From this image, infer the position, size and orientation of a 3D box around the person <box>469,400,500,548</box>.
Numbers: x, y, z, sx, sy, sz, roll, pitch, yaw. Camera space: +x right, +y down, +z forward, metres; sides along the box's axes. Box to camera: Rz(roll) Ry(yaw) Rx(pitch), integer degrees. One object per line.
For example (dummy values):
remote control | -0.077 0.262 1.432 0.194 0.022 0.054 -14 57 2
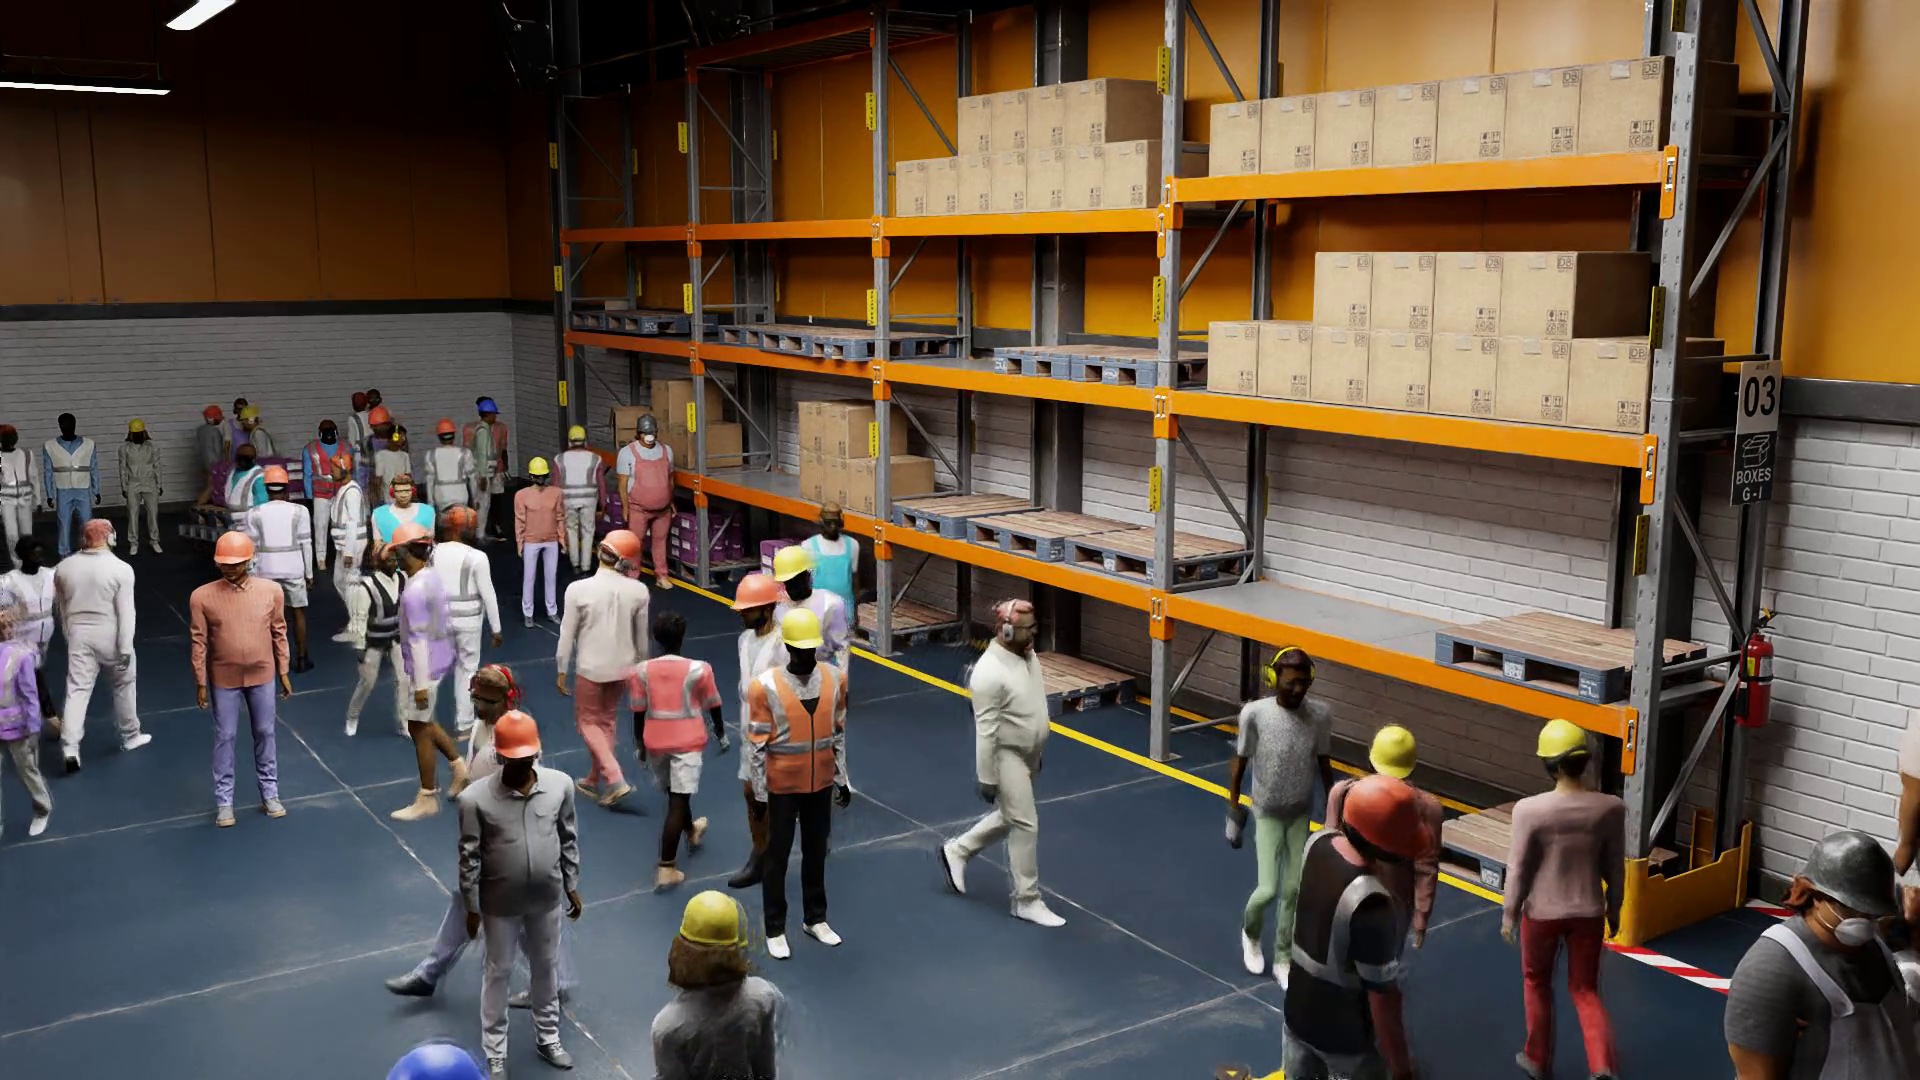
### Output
person | -6.249 -0.874 21.908 0.446 1.929 0.692 -3 10 -16

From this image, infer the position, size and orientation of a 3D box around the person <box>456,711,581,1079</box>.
person | -2.013 1.633 7.674 0.569 1.749 0.342 -6 11 -32

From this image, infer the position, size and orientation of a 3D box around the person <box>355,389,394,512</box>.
person | -8.736 -1.345 24.881 0.567 1.844 0.375 -6 11 -32

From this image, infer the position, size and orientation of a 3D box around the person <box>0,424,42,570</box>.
person | -11.179 -0.452 19.614 0.799 1.863 0.586 8 13 40

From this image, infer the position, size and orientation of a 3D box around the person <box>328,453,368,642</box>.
person | -6.074 0.073 16.481 0.379 1.882 0.579 -5 11 -27

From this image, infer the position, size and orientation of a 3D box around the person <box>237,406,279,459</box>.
person | -9.503 -0.959 22.868 0.698 1.777 0.600 -5 11 -28

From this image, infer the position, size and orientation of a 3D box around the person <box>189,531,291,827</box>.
person | -4.814 0.918 11.169 0.618 1.989 0.392 -6 11 -32

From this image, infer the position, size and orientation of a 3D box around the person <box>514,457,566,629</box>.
person | -4.301 0.022 17.095 0.530 1.767 0.328 -6 11 -32

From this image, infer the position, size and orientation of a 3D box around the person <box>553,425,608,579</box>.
person | -4.505 -0.467 19.833 0.613 1.806 0.726 -1 10 -4

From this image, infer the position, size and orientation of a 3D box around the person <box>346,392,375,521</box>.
person | -8.543 -1.188 23.881 0.473 1.875 0.583 4 11 24

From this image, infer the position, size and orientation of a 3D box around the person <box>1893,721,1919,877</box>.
person | 4.915 1.411 8.136 0.701 2.000 0.717 -2 10 -11

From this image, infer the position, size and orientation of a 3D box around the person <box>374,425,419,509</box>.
person | -6.591 -0.416 19.540 0.681 1.821 0.580 5 11 27

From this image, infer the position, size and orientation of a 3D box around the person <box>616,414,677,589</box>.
person | -3.518 -0.425 18.912 0.685 2.000 0.535 -6 11 -32

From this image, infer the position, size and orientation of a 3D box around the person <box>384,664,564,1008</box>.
person | -2.439 1.507 8.298 0.820 1.792 0.609 -6 12 -33

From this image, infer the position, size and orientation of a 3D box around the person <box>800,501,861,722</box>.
person | -1.073 0.569 13.716 0.507 1.830 0.568 -3 10 -17

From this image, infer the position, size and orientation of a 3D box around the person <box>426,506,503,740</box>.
person | -3.872 0.648 13.126 0.606 1.871 0.525 4 10 21

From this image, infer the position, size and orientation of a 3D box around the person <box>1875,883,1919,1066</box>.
person | 3.412 2.010 5.959 0.863 1.588 0.516 6 11 31

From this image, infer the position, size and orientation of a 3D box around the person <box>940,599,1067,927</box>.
person | 0.247 1.247 9.583 0.811 1.882 0.651 5 11 25

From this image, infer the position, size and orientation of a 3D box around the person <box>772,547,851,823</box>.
person | -1.041 0.941 11.339 0.600 1.894 0.724 0 10 2

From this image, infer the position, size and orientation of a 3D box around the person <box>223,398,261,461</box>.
person | -9.998 -1.066 23.246 0.509 1.844 0.329 -6 11 -32

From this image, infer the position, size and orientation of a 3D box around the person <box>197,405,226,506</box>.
person | -10.616 -1.078 23.699 0.584 1.711 0.566 7 12 34

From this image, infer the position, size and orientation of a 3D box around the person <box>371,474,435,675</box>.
person | -5.069 0.303 15.219 0.571 1.840 0.373 -5 11 -28

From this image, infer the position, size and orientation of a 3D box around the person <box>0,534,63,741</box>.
person | -7.279 0.759 13.101 0.894 1.631 0.543 4 11 23

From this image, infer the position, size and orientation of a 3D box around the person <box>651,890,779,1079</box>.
person | -0.775 2.023 5.548 0.489 1.704 0.829 -8 13 -41

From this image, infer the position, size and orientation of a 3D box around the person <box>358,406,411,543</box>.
person | -6.924 -0.597 19.972 0.628 2.029 0.426 2 10 14

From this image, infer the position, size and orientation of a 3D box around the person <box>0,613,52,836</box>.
person | -6.110 1.208 10.632 0.520 1.605 0.858 -1 10 -8

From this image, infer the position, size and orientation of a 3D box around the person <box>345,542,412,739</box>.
person | -4.612 0.783 13.138 0.704 1.599 0.531 7 12 36

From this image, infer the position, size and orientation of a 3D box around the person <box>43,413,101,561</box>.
person | -10.819 -0.598 20.285 0.592 1.917 0.375 -6 11 -32

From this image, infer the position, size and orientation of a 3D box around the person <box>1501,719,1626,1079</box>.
person | 2.728 1.689 7.425 0.563 1.734 0.675 0 10 -2

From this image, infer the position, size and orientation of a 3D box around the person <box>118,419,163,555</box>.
person | -10.480 -0.684 21.307 0.490 1.743 0.324 -6 11 -32

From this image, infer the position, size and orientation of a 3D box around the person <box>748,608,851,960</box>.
person | -0.857 1.309 9.065 0.592 1.925 0.385 -6 11 -32

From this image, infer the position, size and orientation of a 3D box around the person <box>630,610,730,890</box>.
person | -1.718 1.242 10.248 0.538 1.641 0.919 3 10 16

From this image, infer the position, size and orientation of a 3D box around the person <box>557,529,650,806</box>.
person | -2.477 0.890 11.505 0.657 1.944 0.642 -8 13 -40

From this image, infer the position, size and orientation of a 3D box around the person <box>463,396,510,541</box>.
person | -6.301 -0.942 22.164 0.611 1.964 0.364 -6 11 -32

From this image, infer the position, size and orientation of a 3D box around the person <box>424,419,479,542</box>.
person | -6.016 -0.490 19.730 0.560 1.879 1.005 -1 10 -7

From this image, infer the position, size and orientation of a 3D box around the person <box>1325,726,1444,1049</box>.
person | 1.883 1.666 7.537 0.552 1.723 0.700 3 10 15

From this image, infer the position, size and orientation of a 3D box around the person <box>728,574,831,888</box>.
person | -1.121 1.140 10.079 0.603 1.919 0.567 -9 13 -43

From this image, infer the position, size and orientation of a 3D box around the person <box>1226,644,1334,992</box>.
person | 1.675 1.428 8.609 0.559 1.848 0.417 -2 10 -12

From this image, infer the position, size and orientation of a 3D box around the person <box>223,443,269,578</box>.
person | -7.704 -0.151 17.991 0.678 1.818 0.475 7 12 35

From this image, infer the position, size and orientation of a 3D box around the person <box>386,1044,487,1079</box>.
person | -1.175 2.142 4.194 0.730 1.916 0.485 0 10 0

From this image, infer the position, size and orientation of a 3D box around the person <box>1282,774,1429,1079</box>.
person | 1.435 1.776 6.143 0.495 1.987 0.653 -3 10 -19

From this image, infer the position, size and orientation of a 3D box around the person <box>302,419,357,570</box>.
person | -7.653 -0.556 20.264 0.630 1.842 0.429 -6 11 -32

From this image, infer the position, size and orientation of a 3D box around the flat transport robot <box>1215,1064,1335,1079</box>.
flat transport robot | 1.710 2.508 6.885 0.652 0.197 1.431 -5 11 -28

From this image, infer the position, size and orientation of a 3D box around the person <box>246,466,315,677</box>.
person | -6.174 0.286 15.129 0.562 1.917 0.412 -2 10 -14

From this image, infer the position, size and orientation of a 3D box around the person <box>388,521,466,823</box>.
person | -3.615 0.878 11.344 0.517 2.015 0.681 -1 10 -7

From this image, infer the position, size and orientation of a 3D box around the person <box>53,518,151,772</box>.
person | -6.492 0.774 12.475 0.650 1.857 0.988 0 10 1

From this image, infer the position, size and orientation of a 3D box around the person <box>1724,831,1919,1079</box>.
person | 2.763 1.896 5.292 0.685 2.000 0.535 -6 11 -32
